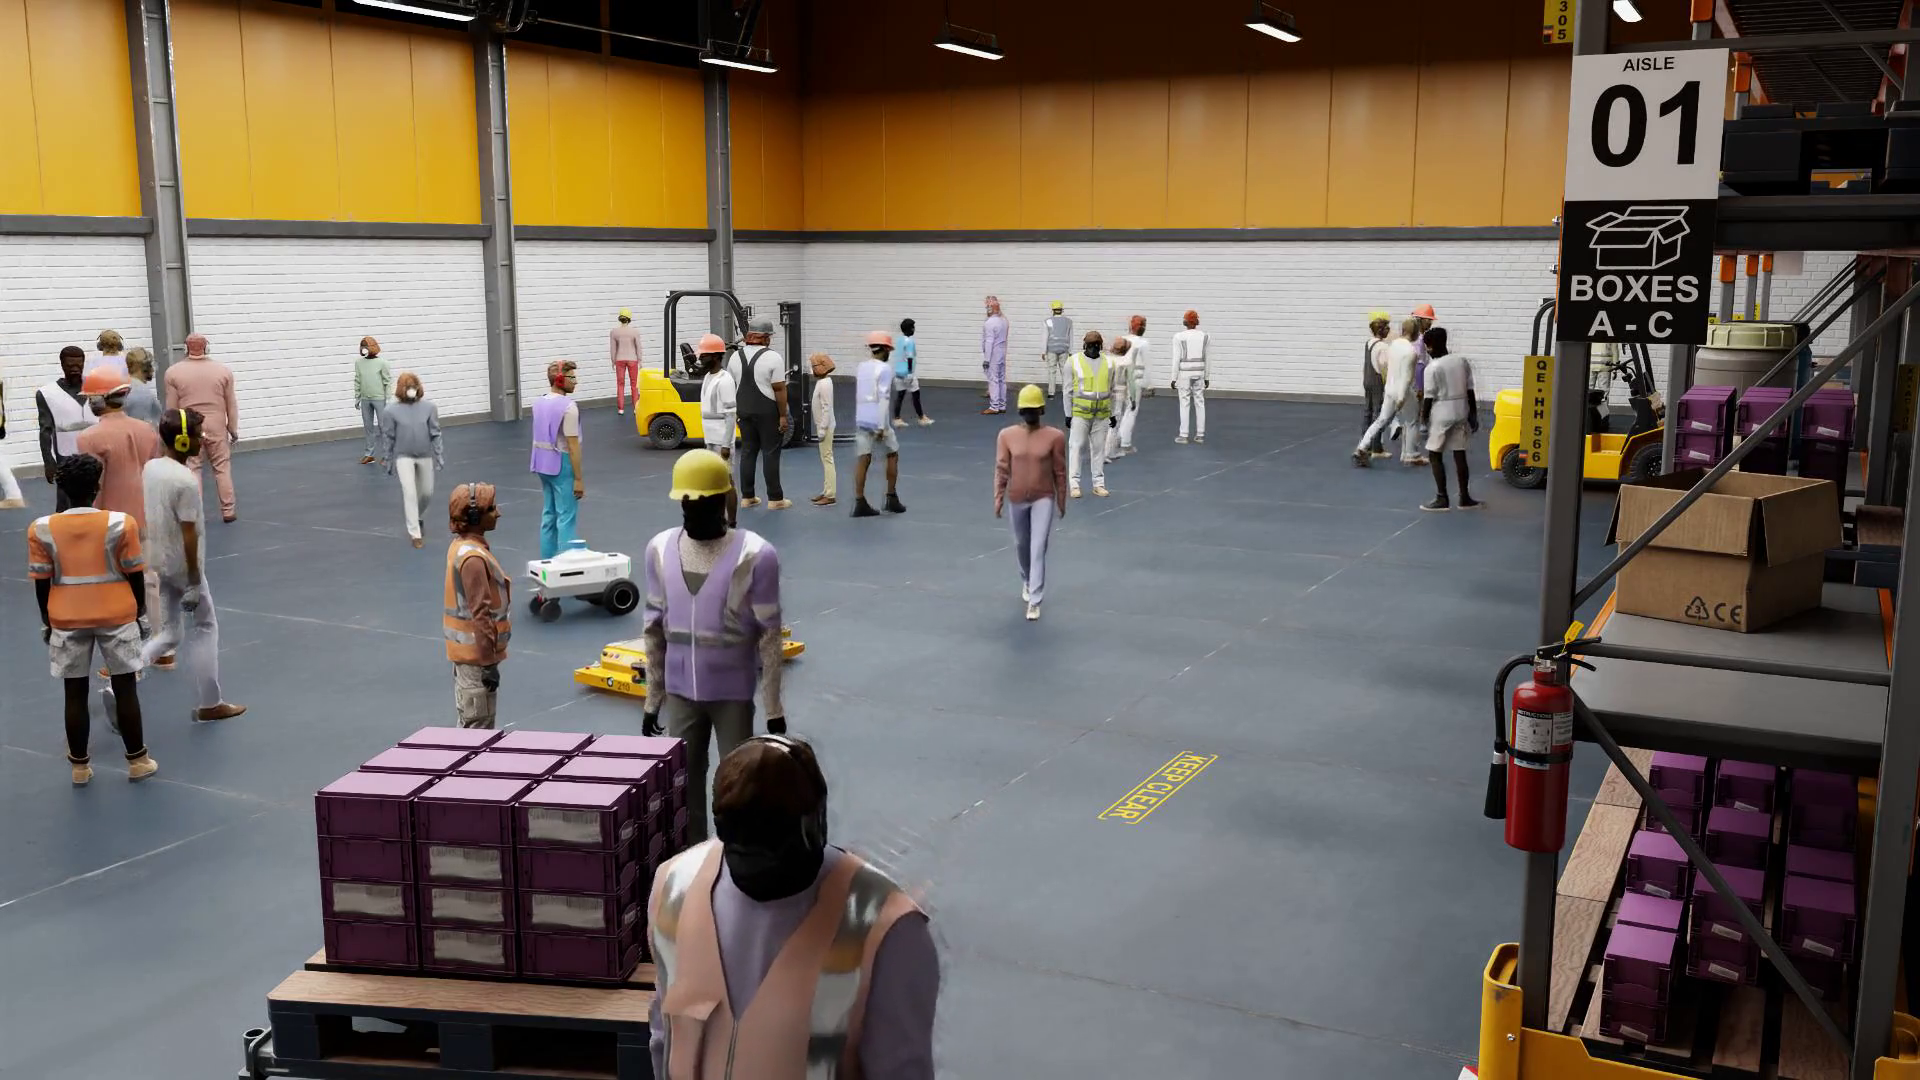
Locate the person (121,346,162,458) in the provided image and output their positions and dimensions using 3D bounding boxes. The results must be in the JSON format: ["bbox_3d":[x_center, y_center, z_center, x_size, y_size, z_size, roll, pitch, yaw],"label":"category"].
[{"bbox_3d":[-6.686,-0.644,13.809,0.557,1.919,0.649,-8,13,-40],"label":"person"}]

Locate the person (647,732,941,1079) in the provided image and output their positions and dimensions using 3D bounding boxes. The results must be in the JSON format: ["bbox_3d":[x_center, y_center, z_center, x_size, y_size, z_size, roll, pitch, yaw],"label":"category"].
[{"bbox_3d":[-0.353,1.251,3.214,0.654,1.787,0.977,3,10,19],"label":"person"}]

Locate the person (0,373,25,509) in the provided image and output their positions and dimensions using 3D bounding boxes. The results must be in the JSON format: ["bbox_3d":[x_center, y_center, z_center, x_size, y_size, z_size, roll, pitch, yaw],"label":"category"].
[{"bbox_3d":[-10.315,-1.202,17.421,0.949,1.792,0.644,-1,10,-5],"label":"person"}]

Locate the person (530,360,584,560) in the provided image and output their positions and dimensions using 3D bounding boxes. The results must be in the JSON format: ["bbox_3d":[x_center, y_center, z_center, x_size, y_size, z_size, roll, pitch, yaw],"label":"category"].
[{"bbox_3d":[-3.204,-0.512,13.268,0.394,1.841,0.564,-10,14,-44],"label":"person"}]

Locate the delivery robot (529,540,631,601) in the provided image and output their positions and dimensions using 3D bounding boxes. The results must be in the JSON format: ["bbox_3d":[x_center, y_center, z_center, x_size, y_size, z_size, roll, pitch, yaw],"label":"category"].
[{"bbox_3d":[-2.825,0.242,12.356,0.707,0.478,0.477,-6,12,-33],"label":"delivery robot"}]

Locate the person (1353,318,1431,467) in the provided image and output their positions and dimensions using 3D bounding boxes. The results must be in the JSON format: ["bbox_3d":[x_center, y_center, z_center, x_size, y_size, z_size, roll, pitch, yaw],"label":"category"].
[{"bbox_3d":[5.414,-1.824,20.778,1.006,1.901,0.644,-3,10,-15],"label":"person"}]

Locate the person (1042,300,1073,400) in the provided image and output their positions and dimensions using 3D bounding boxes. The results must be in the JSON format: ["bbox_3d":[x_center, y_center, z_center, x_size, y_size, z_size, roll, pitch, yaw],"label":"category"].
[{"bbox_3d":[1.780,-3.479,30.482,0.601,1.827,0.404,-2,10,-13],"label":"person"}]

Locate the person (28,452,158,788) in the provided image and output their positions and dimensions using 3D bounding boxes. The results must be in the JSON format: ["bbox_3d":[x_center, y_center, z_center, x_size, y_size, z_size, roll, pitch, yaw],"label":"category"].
[{"bbox_3d":[-4.361,0.408,8.377,0.529,1.692,0.321,-3,10,-16],"label":"person"}]

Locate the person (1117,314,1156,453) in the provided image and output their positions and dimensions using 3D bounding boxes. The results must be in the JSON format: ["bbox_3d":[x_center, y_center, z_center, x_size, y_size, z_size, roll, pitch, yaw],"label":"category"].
[{"bbox_3d":[2.329,-2.084,22.326,0.482,1.858,0.580,-7,12,-36],"label":"person"}]

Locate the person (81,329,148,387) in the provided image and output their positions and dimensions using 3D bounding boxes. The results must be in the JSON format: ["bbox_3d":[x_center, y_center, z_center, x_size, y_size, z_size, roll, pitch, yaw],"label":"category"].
[{"bbox_3d":[-8.387,-1.127,16.551,0.630,1.940,0.372,-8,12,-38],"label":"person"}]

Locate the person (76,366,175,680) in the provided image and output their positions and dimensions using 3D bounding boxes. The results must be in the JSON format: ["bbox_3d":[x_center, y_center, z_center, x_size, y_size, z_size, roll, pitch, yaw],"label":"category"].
[{"bbox_3d":[-5.293,-0.104,10.522,0.387,1.986,0.674,3,10,17],"label":"person"}]

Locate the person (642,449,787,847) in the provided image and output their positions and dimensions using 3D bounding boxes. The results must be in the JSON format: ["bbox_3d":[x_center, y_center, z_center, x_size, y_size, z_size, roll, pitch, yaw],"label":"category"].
[{"bbox_3d":[-0.995,0.585,6.725,0.621,1.935,0.446,3,10,19],"label":"person"}]

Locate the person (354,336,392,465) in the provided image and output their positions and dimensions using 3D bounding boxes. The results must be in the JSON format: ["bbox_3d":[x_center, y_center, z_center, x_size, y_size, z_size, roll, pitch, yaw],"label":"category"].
[{"bbox_3d":[-7.468,-1.771,21.160,0.507,1.632,0.264,2,10,13],"label":"person"}]

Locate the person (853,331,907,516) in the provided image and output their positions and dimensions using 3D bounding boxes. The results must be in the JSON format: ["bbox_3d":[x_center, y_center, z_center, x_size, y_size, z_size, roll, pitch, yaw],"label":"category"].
[{"bbox_3d":[-0.903,-1.196,17.104,0.544,1.876,0.766,8,13,40],"label":"person"}]

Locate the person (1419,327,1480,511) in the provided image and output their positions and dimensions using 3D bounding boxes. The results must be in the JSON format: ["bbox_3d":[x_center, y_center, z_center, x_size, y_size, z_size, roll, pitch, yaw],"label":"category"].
[{"bbox_3d":[5.145,-1.260,17.391,0.776,1.931,0.375,-5,11,-24],"label":"person"}]

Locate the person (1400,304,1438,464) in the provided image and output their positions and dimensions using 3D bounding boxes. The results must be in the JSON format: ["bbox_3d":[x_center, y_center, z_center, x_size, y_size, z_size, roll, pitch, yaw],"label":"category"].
[{"bbox_3d":[5.854,-1.987,21.239,0.395,2.039,0.608,1,10,8],"label":"person"}]

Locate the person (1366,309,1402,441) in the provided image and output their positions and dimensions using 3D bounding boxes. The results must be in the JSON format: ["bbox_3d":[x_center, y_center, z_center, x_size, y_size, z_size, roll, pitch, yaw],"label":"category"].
[{"bbox_3d":[5.926,-2.290,23.373,0.612,1.902,0.498,-8,12,-38],"label":"person"}]

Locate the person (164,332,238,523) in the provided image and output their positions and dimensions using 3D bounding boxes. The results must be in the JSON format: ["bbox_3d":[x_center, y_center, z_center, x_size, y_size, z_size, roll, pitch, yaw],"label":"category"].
[{"bbox_3d":[-7.514,-1.104,16.511,0.651,1.906,0.403,-5,11,-29],"label":"person"}]

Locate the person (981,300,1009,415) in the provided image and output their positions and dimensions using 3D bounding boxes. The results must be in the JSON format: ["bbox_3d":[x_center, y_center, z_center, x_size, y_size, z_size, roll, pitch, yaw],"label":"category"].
[{"bbox_3d":[0.557,-3.042,27.750,0.400,1.902,0.643,6,11,30],"label":"person"}]

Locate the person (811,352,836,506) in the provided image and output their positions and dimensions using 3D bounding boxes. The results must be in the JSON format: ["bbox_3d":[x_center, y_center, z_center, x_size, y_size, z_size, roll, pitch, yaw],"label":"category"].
[{"bbox_3d":[-1.461,-1.183,17.757,0.285,1.632,0.498,-1,10,-6],"label":"person"}]

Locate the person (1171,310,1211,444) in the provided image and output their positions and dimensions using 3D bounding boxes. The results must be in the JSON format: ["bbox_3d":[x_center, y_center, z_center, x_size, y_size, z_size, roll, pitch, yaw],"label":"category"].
[{"bbox_3d":[3.263,-2.302,23.513,0.578,1.881,0.346,-3,10,-15],"label":"person"}]

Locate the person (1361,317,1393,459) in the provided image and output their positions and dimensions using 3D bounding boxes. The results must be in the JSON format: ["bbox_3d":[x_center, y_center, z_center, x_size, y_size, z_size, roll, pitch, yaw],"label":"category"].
[{"bbox_3d":[5.468,-1.988,21.808,0.344,1.846,0.506,-3,10,-19],"label":"person"}]

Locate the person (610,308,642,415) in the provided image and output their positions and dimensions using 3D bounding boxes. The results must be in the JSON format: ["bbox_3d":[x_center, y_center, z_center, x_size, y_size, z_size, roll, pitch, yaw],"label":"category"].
[{"bbox_3d":[-5.549,-2.965,27.686,0.523,1.769,0.317,0,10,-1],"label":"person"}]

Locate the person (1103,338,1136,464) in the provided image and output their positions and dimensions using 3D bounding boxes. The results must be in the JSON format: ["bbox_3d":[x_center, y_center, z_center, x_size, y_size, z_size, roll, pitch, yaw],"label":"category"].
[{"bbox_3d":[1.996,-1.787,21.328,0.534,1.603,0.770,9,13,42],"label":"person"}]

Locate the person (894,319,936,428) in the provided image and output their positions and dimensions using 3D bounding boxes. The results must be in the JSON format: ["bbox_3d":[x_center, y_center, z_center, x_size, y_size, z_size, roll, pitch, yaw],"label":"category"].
[{"bbox_3d":[-0.726,-2.565,25.599,0.686,1.672,0.553,-5,11,-26],"label":"person"}]

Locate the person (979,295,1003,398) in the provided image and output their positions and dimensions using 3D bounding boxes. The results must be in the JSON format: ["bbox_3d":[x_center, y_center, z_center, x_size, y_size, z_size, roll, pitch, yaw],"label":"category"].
[{"bbox_3d":[0.594,-3.606,31.020,0.404,1.905,0.675,2,10,13],"label":"person"}]

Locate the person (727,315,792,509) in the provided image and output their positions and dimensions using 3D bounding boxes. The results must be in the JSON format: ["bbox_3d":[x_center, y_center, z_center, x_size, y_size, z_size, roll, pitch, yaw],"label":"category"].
[{"bbox_3d":[-2.074,-1.351,17.555,0.689,2.000,0.537,5,11,29],"label":"person"}]

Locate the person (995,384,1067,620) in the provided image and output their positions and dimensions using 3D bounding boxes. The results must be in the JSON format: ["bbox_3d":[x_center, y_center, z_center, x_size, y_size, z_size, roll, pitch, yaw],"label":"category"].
[{"bbox_3d":[0.541,-0.325,12.535,0.526,1.725,0.896,2,10,12],"label":"person"}]

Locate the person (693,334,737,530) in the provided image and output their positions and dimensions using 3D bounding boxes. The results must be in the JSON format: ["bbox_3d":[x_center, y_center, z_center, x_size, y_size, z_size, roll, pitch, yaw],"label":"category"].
[{"bbox_3d":[-2.274,-0.946,15.501,0.377,1.938,0.547,-5,11,-29],"label":"person"}]

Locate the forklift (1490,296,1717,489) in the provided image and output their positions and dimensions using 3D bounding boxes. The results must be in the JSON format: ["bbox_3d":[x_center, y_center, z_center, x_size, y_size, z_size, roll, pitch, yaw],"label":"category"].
[{"bbox_3d":[7.296,-1.677,18.993,2.313,2.155,1.214,5,11,27],"label":"forklift"}]

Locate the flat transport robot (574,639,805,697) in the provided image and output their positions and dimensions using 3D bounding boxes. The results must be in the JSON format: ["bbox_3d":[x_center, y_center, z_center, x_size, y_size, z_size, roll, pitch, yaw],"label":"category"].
[{"bbox_3d":[-1.709,0.723,10.660,0.652,0.197,1.431,7,12,35],"label":"flat transport robot"}]

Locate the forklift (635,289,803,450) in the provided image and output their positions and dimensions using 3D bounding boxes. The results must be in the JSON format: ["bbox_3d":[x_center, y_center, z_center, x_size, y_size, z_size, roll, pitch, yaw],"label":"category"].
[{"bbox_3d":[-3.358,-2.392,23.136,2.313,2.155,1.214,-1,10,-5],"label":"forklift"}]

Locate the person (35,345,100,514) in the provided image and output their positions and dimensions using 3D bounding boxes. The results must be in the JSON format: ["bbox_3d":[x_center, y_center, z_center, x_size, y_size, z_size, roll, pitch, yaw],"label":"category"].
[{"bbox_3d":[-7.446,-0.681,14.032,0.373,1.915,0.594,7,12,34],"label":"person"}]

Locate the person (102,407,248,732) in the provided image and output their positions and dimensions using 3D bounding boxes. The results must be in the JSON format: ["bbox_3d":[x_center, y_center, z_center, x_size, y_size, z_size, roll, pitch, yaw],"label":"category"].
[{"bbox_3d":[-4.424,0.179,9.295,0.536,1.838,0.753,6,11,30],"label":"person"}]

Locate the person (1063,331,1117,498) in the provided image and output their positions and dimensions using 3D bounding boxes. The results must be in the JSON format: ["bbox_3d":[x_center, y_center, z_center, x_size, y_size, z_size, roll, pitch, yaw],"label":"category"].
[{"bbox_3d":[1.442,-1.383,18.335,0.621,1.837,0.429,-3,10,-16],"label":"person"}]

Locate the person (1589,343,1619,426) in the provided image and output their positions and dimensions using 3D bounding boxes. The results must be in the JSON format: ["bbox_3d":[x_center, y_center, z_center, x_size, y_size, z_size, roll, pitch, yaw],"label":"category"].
[{"bbox_3d":[9.899,-2.672,25.796,0.601,1.832,0.404,5,11,28],"label":"person"}]

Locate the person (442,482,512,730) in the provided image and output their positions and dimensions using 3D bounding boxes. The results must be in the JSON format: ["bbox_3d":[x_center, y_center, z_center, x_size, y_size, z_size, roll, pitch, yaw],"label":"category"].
[{"bbox_3d":[-2.231,0.548,7.716,0.309,1.641,0.513,-4,11,-24],"label":"person"}]

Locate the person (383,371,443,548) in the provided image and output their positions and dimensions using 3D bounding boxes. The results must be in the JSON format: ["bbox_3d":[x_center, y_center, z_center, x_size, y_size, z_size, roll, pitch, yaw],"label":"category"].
[{"bbox_3d":[-5.064,-0.761,15.397,0.514,1.616,0.709,-6,11,-31],"label":"person"}]
